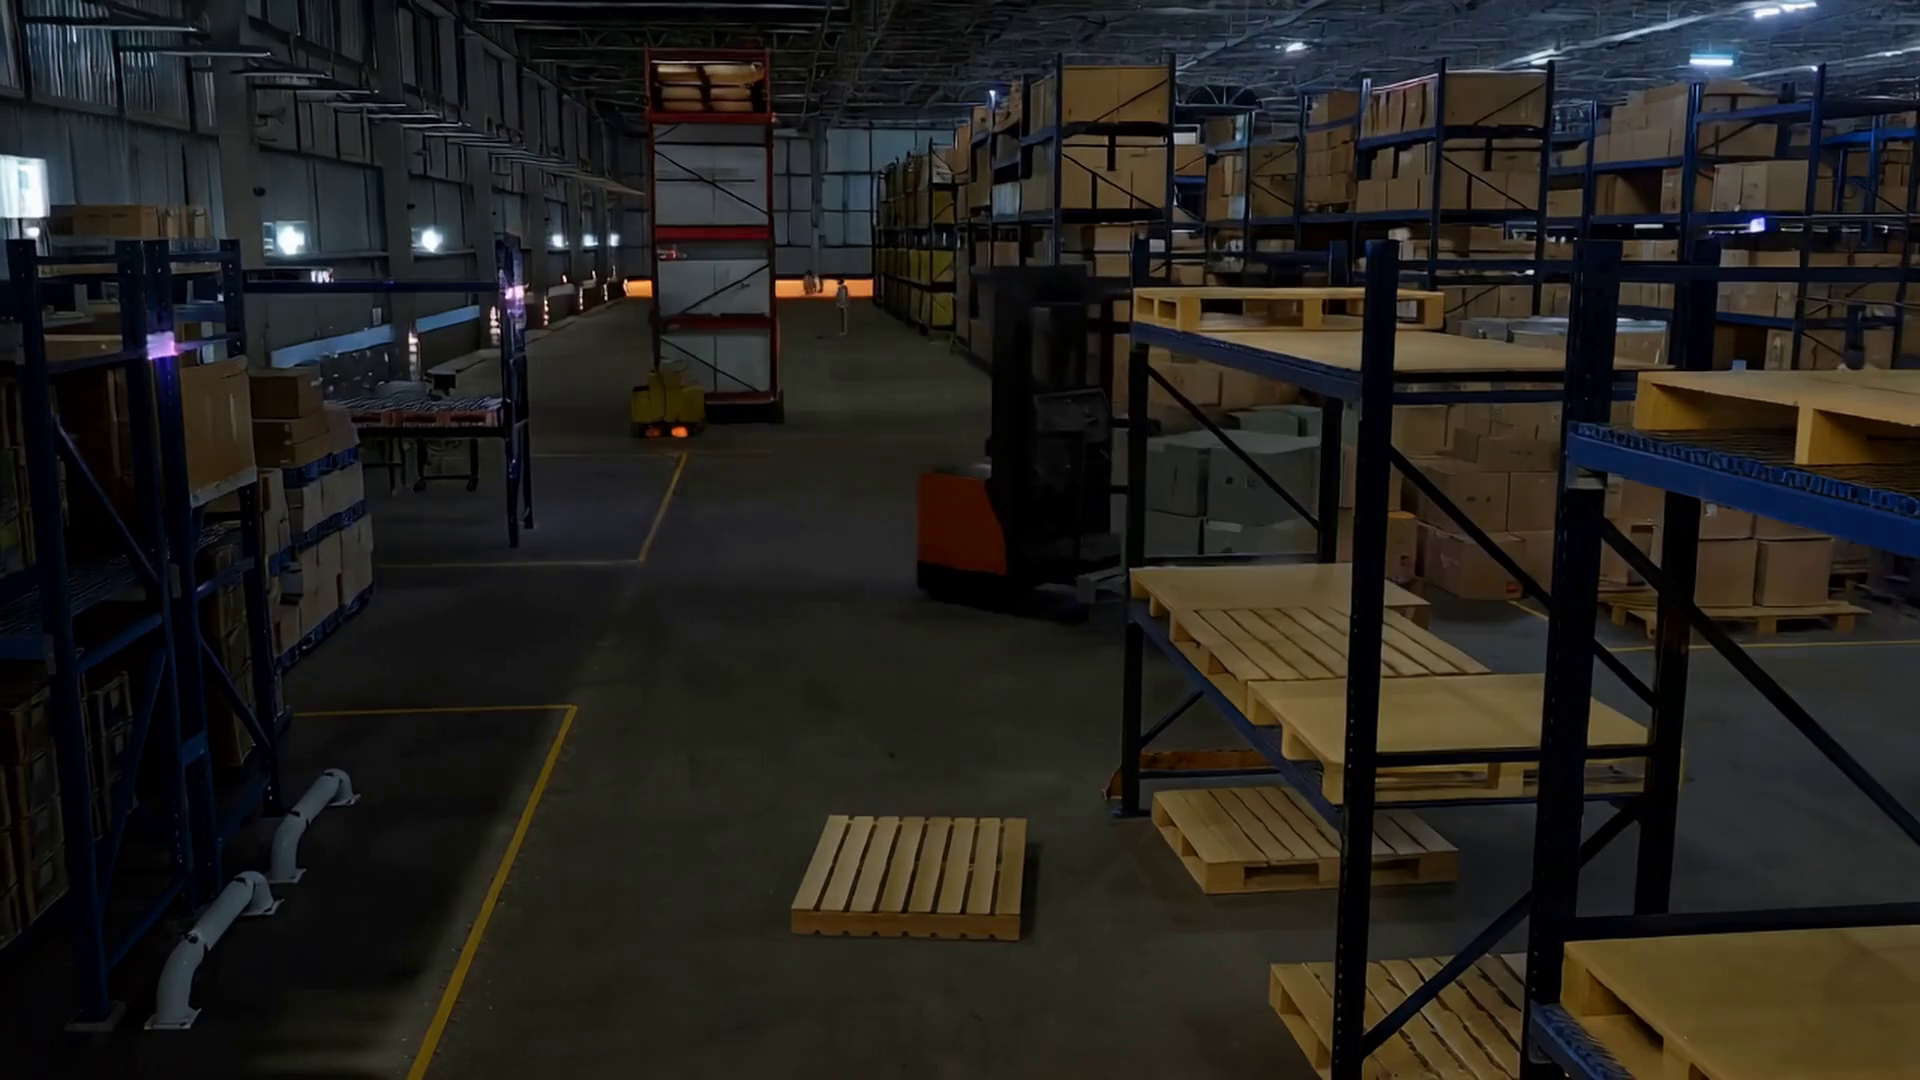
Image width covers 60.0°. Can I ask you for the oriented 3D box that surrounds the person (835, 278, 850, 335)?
[{"bbox_3d":[-3.784,-7.513,53.489,0.650,1.833,0.472,10,14,43],"label":"person"}]

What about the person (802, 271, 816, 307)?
[{"bbox_3d":[-6.925,-11.521,76.306,0.785,1.607,0.514,-9,14,-41],"label":"person"}]

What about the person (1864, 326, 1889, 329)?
[{"bbox_3d":[18.064,-3.867,33.033,0.629,1.906,0.854,0,10,2],"label":"person"}]

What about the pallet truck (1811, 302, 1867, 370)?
[{"bbox_3d":[15.846,-3.142,28.793,1.885,1.965,0.823,2,10,12],"label":"pallet truck"}]

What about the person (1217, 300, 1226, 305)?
[{"bbox_3d":[9.566,-8.799,60.776,0.314,1.769,0.523,8,13,37],"label":"person"}]

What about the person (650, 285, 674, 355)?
[{"bbox_3d":[-7.768,-5.790,43.823,0.794,1.879,0.544,-3,11,-15],"label":"person"}]

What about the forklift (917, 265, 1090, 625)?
[{"bbox_3d":[0.629,-0.872,13.765,1.873,2.768,1.129,9,14,42],"label":"forklift"}]

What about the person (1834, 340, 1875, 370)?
[{"bbox_3d":[10.675,-1.463,19.888,1.037,1.864,0.611,-4,11,-23],"label":"person"}]

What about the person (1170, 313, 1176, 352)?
[{"bbox_3d":[4.893,-4.883,39.529,0.527,1.605,0.810,2,10,9],"label":"person"}]

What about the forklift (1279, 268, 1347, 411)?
[{"bbox_3d":[5.522,-3.169,26.492,1.129,2.768,1.873,8,13,38],"label":"forklift"}]
